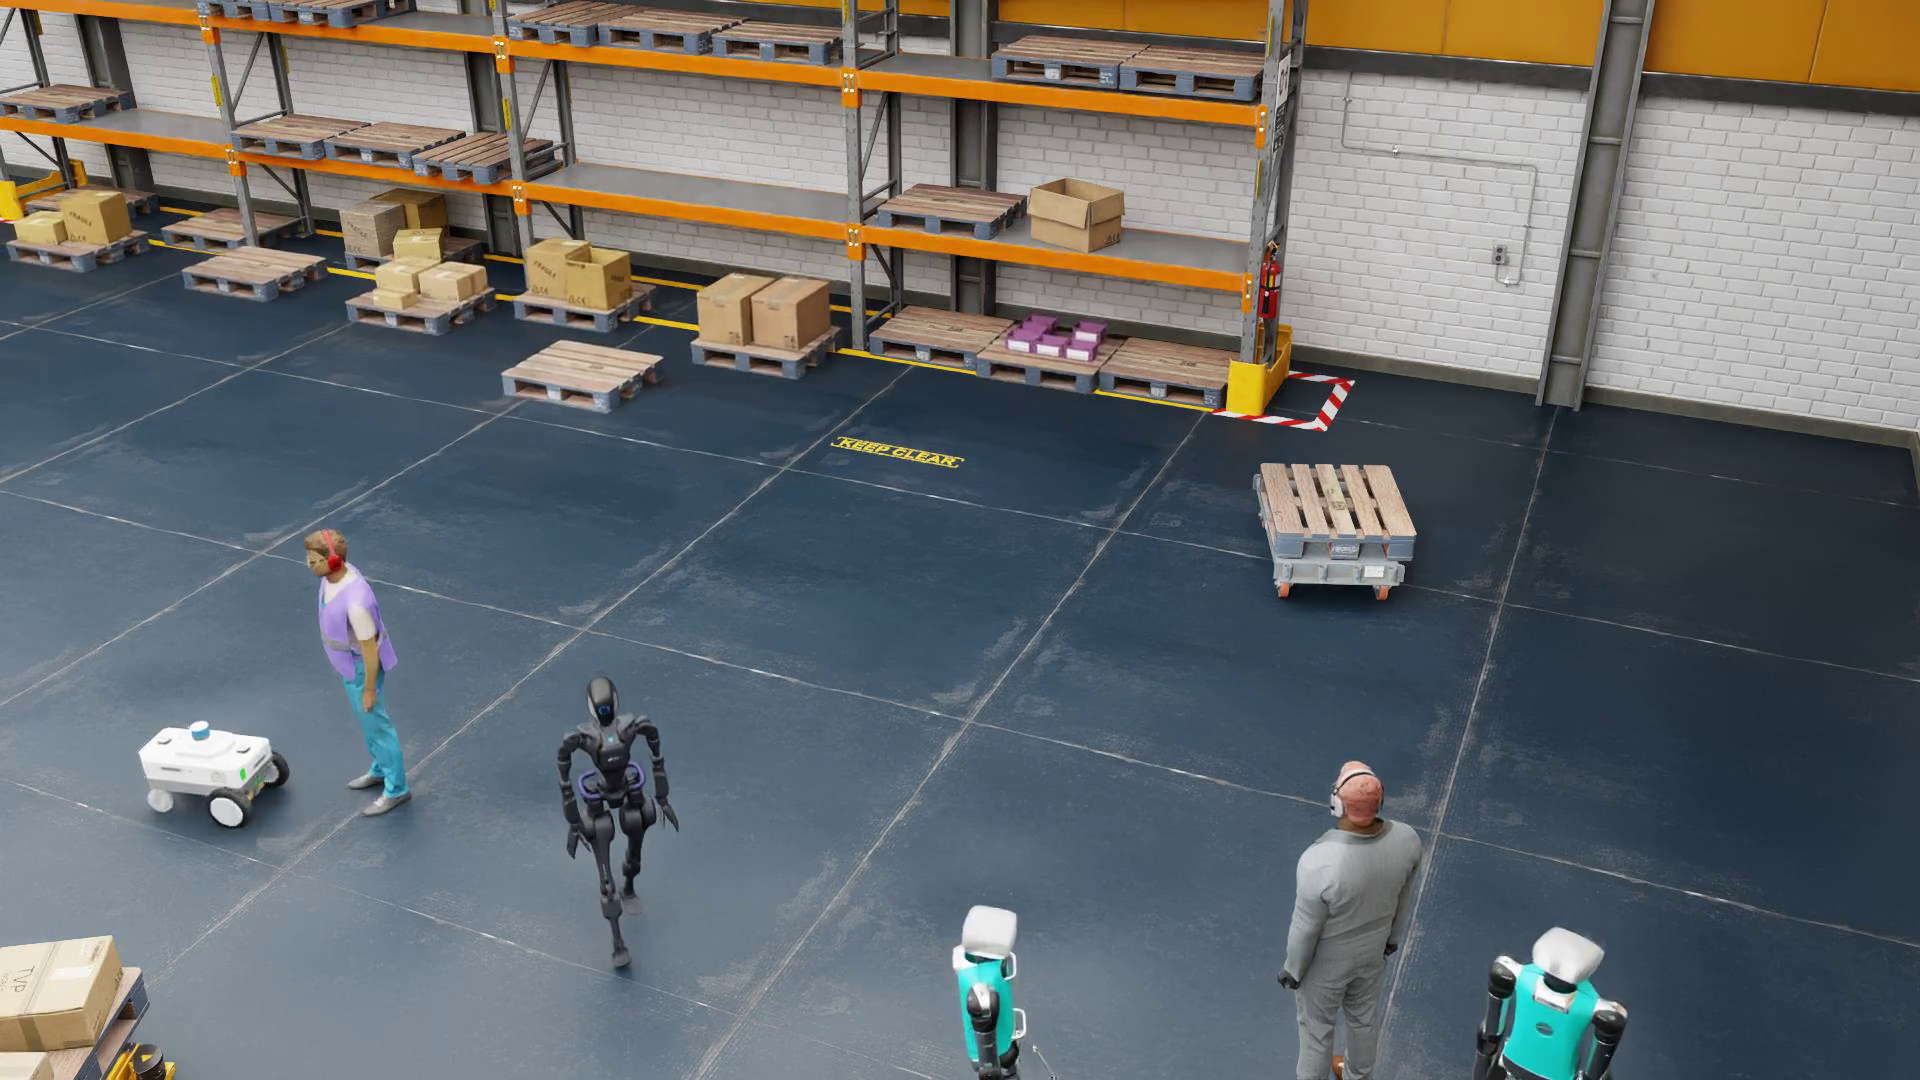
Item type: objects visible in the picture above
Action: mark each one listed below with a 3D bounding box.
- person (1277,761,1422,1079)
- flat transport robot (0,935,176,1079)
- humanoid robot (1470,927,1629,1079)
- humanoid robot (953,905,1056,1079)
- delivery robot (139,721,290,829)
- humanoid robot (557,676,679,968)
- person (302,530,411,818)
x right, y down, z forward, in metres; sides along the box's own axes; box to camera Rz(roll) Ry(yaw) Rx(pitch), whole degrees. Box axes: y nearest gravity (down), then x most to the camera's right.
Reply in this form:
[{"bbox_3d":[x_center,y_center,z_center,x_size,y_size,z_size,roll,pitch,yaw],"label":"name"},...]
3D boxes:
[{"bbox_3d":[1.727,1.839,7.583,0.650,1.904,0.406,-12,30,-22],"label":"person"},{"bbox_3d":[-4.524,2.664,7.767,1.431,0.231,0.659,0,27,0],"label":"flat transport robot"},{"bbox_3d":[2.505,2.250,7.045,0.547,1.841,0.874,17,32,30],"label":"humanoid robot"},{"bbox_3d":[0.372,2.290,6.944,0.801,1.804,0.530,0,27,0],"label":"humanoid robot"},{"bbox_3d":[-4.479,1.372,9.973,0.796,0.606,0.499,5,28,9],"label":"delivery robot"},{"bbox_3d":[-1.772,1.414,8.692,0.595,1.625,0.755,-11,29,-21],"label":"humanoid robot"},{"bbox_3d":[-3.514,0.753,9.759,0.385,1.837,0.569,-17,32,-30],"label":"person"}]
